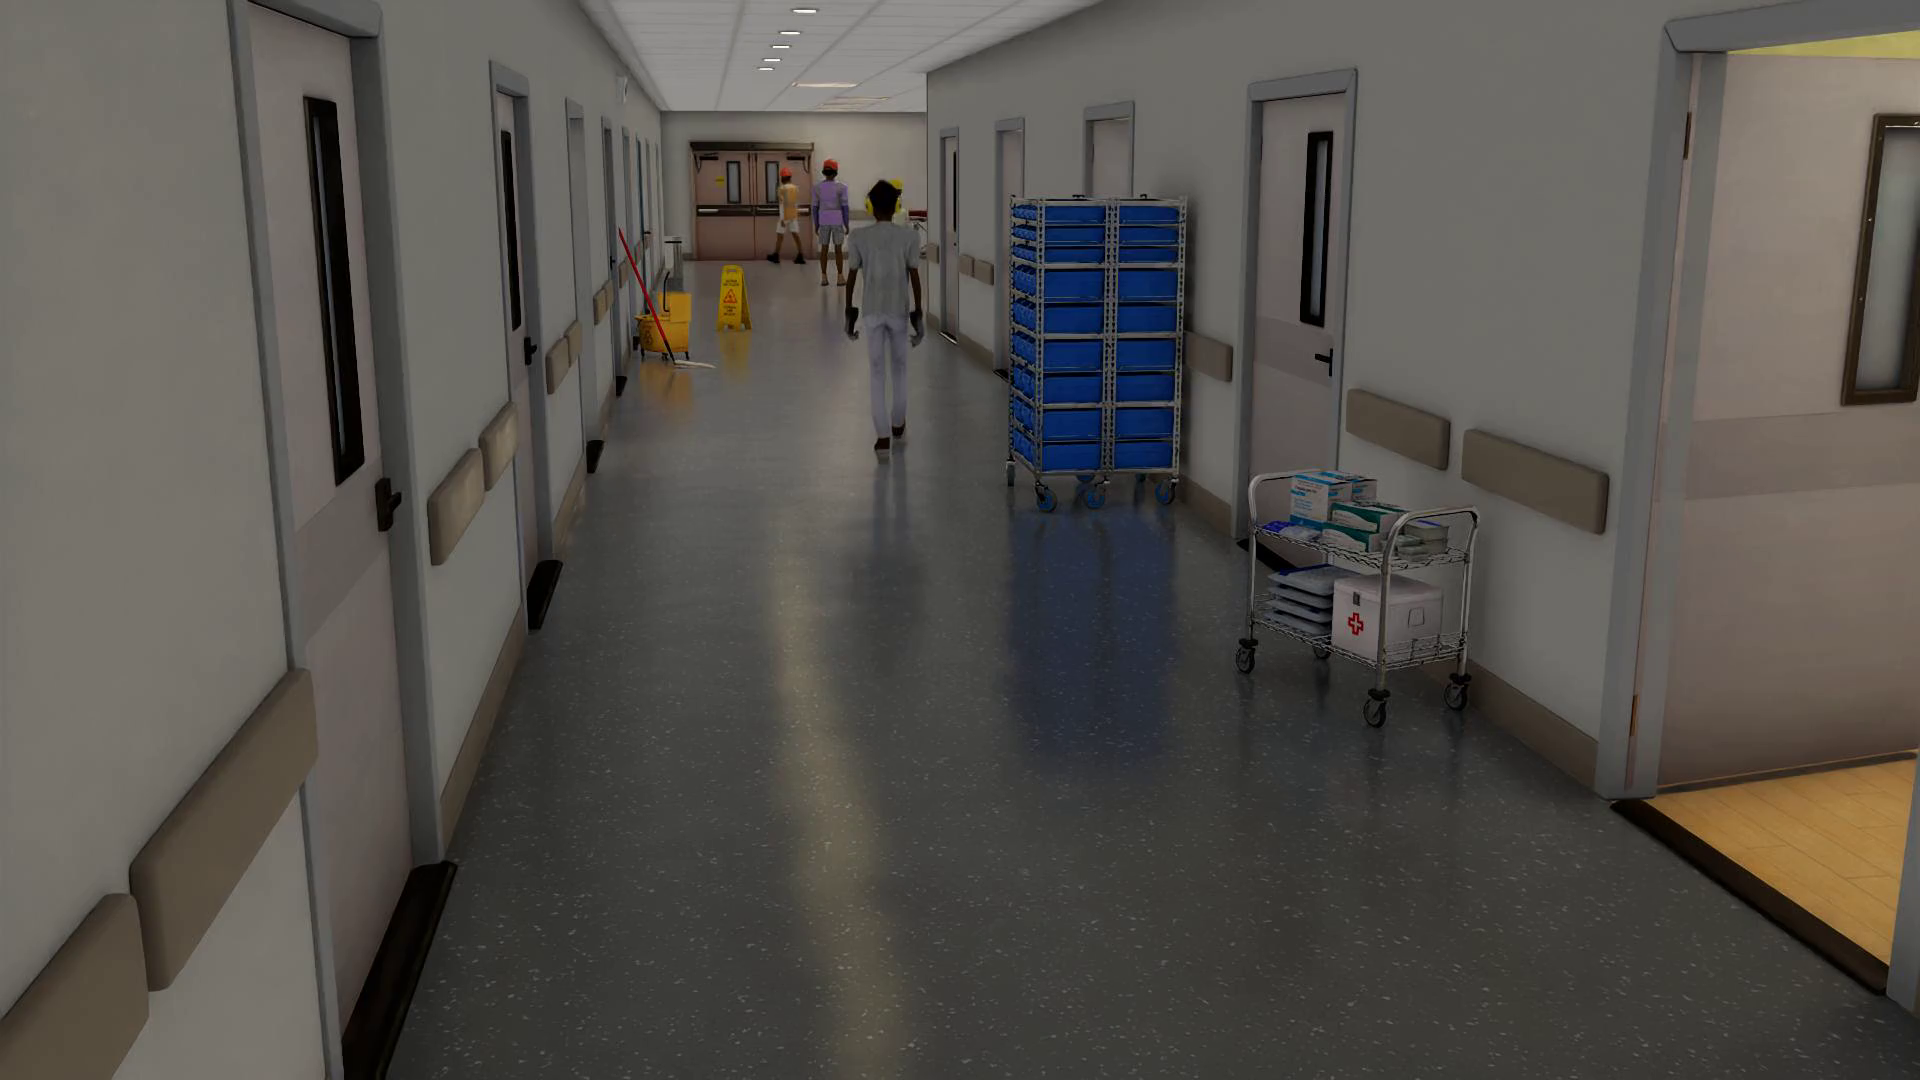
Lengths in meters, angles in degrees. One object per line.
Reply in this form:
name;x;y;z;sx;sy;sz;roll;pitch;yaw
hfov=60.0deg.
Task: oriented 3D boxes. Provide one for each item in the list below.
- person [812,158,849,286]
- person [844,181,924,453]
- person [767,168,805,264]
person;-2.095;-5.160;27.059;0.608;2.044;0.371;2;13;8
person;-0.534;-1.555;11.548;0.541;1.818;0.944;-1;13;-5
person;-3.473;-6.475;33.262;0.549;1.888;0.956;-12;17;-42
